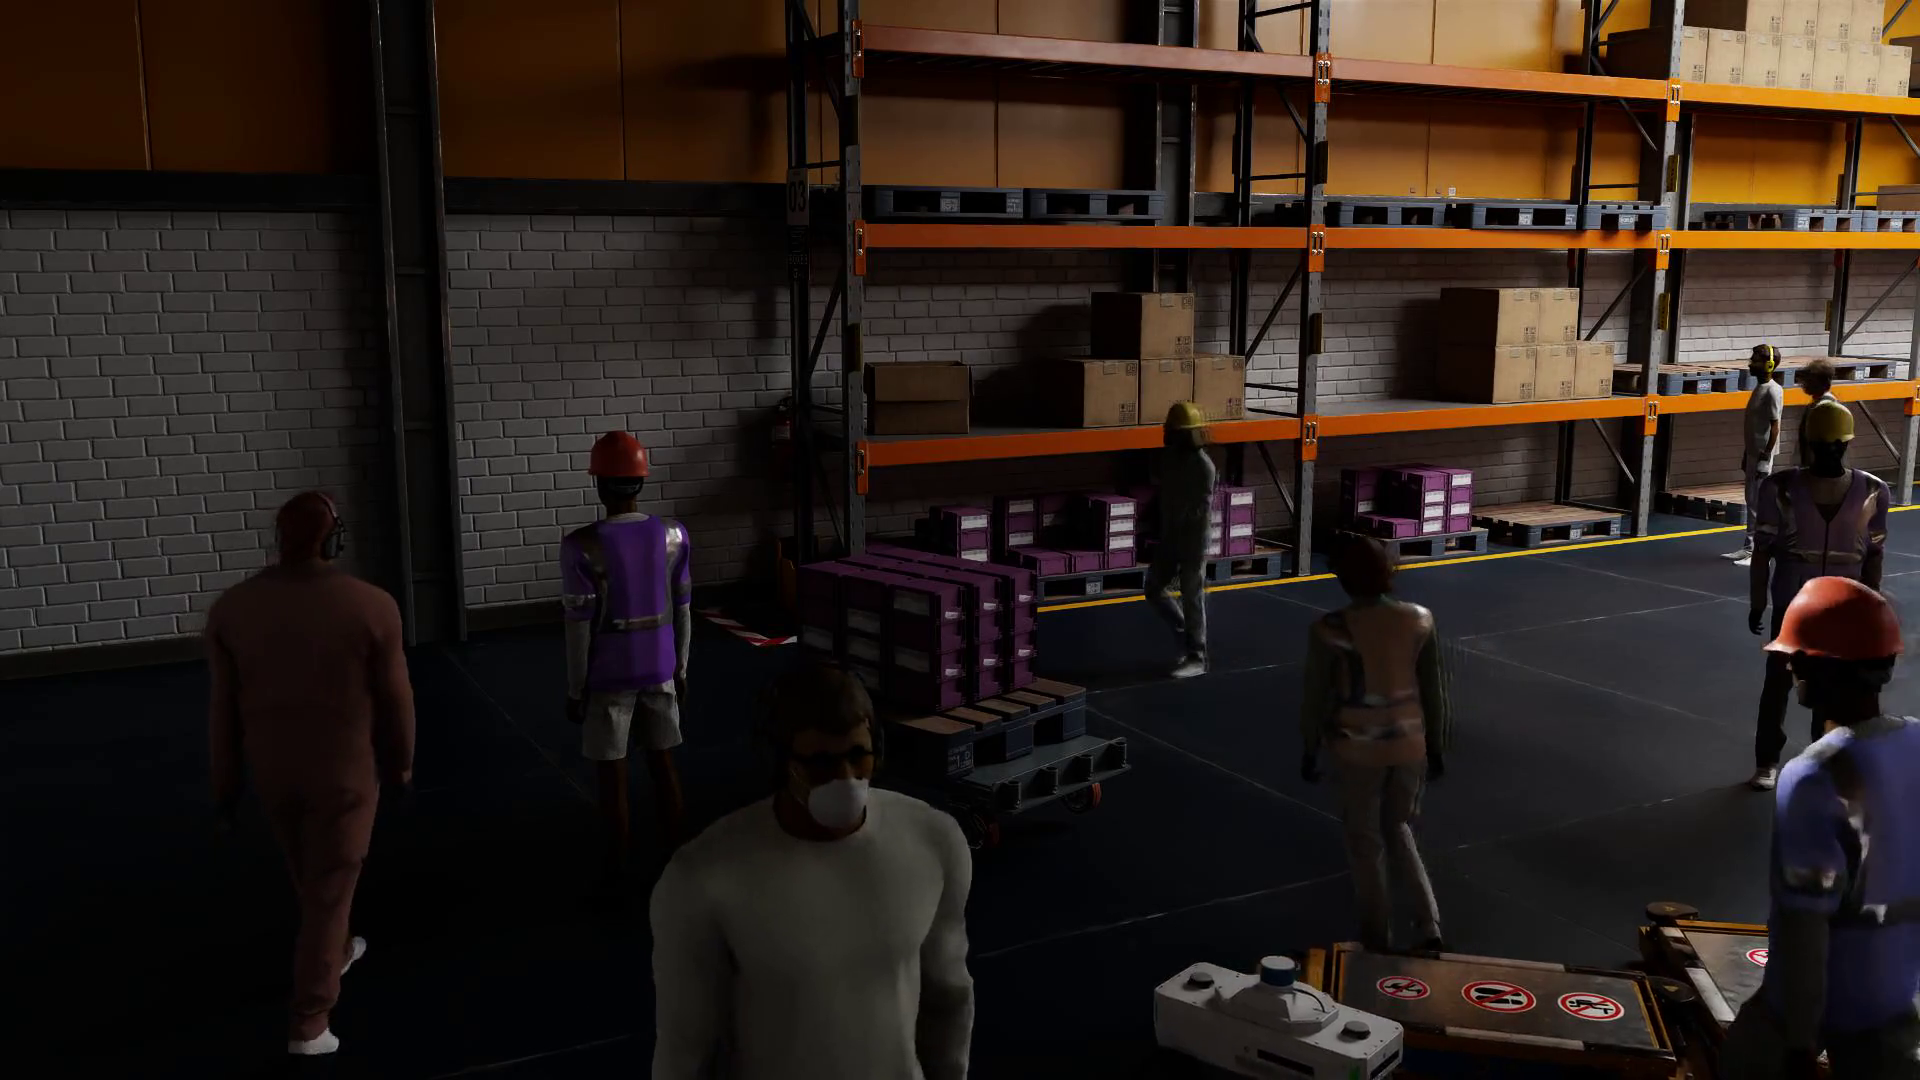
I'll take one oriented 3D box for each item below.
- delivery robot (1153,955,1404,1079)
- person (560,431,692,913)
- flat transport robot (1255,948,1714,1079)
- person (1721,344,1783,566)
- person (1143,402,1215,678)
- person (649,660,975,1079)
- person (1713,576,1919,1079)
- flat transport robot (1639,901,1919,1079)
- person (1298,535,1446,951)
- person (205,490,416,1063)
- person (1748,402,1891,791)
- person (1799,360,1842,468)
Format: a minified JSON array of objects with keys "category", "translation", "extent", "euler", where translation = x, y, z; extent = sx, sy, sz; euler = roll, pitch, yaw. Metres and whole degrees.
[{"category":"delivery robot","translation":[0.937,1.479,4.934],"extent":[0.707,0.478,0.477],"euler":[8,13,39]},{"category":"person","translation":[-1.344,0.528,6.698],"extent":[0.545,1.938,0.356],"euler":[-7,12,-36]},{"category":"flat transport robot","translation":[1.673,1.578,5.447],"extent":[1.431,0.197,0.652],"euler":[2,10,14]},{"category":"person","translation":[6.715,-0.712,14.022],"extent":[0.328,1.876,0.514],"euler":[1,10,8]},{"category":"person","translation":[1.380,0.007,10.297],"extent":[0.389,1.725,0.504],"euler":[-6,12,-31]},{"category":"person","translation":[-0.287,1.144,3.215],"extent":[0.630,1.924,0.585],"euler":[-5,11,-28]},{"category":"person","translation":[2.104,1.040,3.880],"extent":[0.541,1.904,0.916],"euler":[-4,11,-24]},{"category":"flat transport robot","translation":[2.755,1.567,5.510],"extent":[0.652,0.197,1.431],"euler":[2,10,10]},{"category":"person","translation":[1.511,0.787,6.109],"extent":[0.535,1.616,0.397],"euler":[-3,10,-18]},{"category":"person","translation":[-2.178,0.762,5.636],"extent":[0.641,1.855,1.031],"euler":[0,10,0]},{"category":"person","translation":[4.173,0.287,8.113],"extent":[0.594,1.925,0.368],"euler":[3,10,17]},{"category":"person","translation":[6.763,-0.518,13.107],"extent":[0.317,1.813,0.669],"euler":[6,11,30]}]
